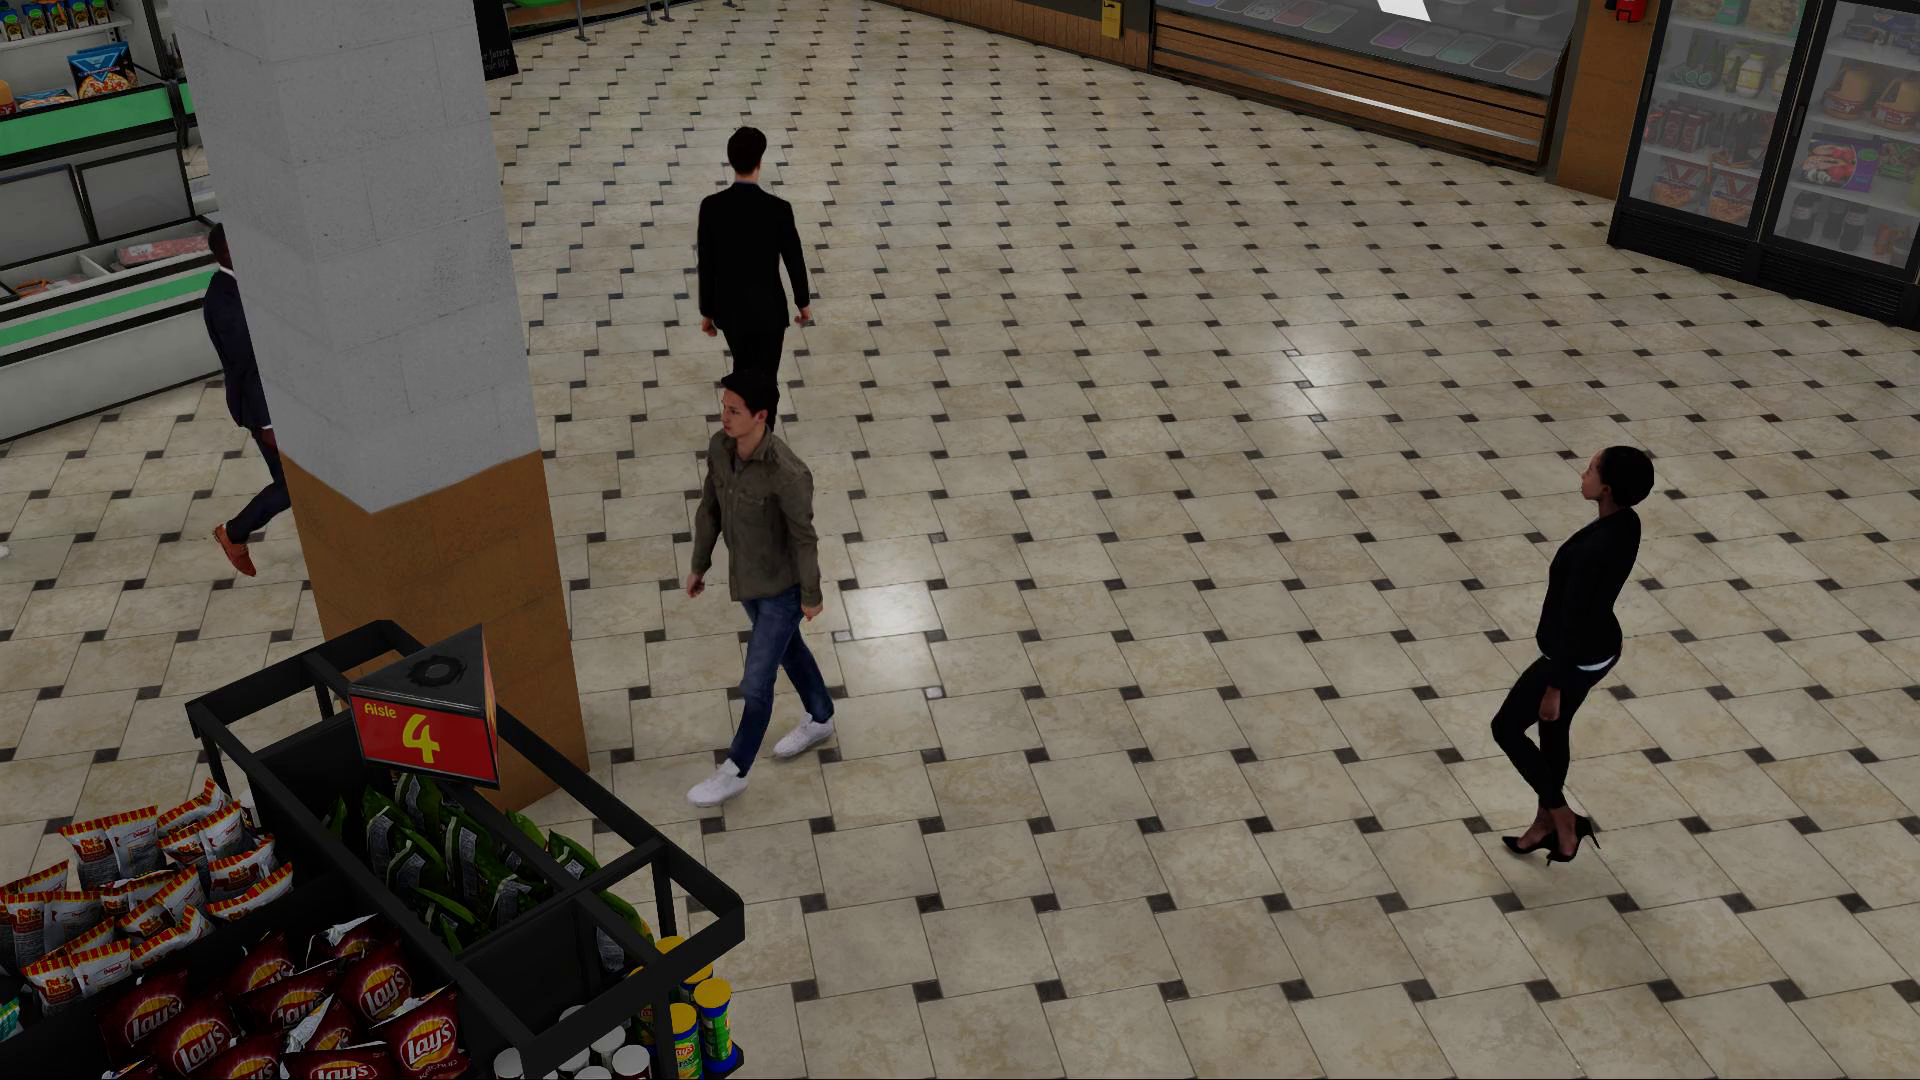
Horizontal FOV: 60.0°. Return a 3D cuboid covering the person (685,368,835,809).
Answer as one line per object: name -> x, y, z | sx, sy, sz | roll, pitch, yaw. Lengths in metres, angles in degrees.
person -> -0.684, 0.137, 6.637 | 1.053, 1.830, 0.760 | -22, 38, -32

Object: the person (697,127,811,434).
person -> -1.108, -1.169, 8.709 | 1.007, 1.857, 1.078 | 2, 32, 3

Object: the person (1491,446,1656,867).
person -> 2.297, 0.510, 6.045 | 0.708, 1.821, 0.644 | 24, 39, 33
